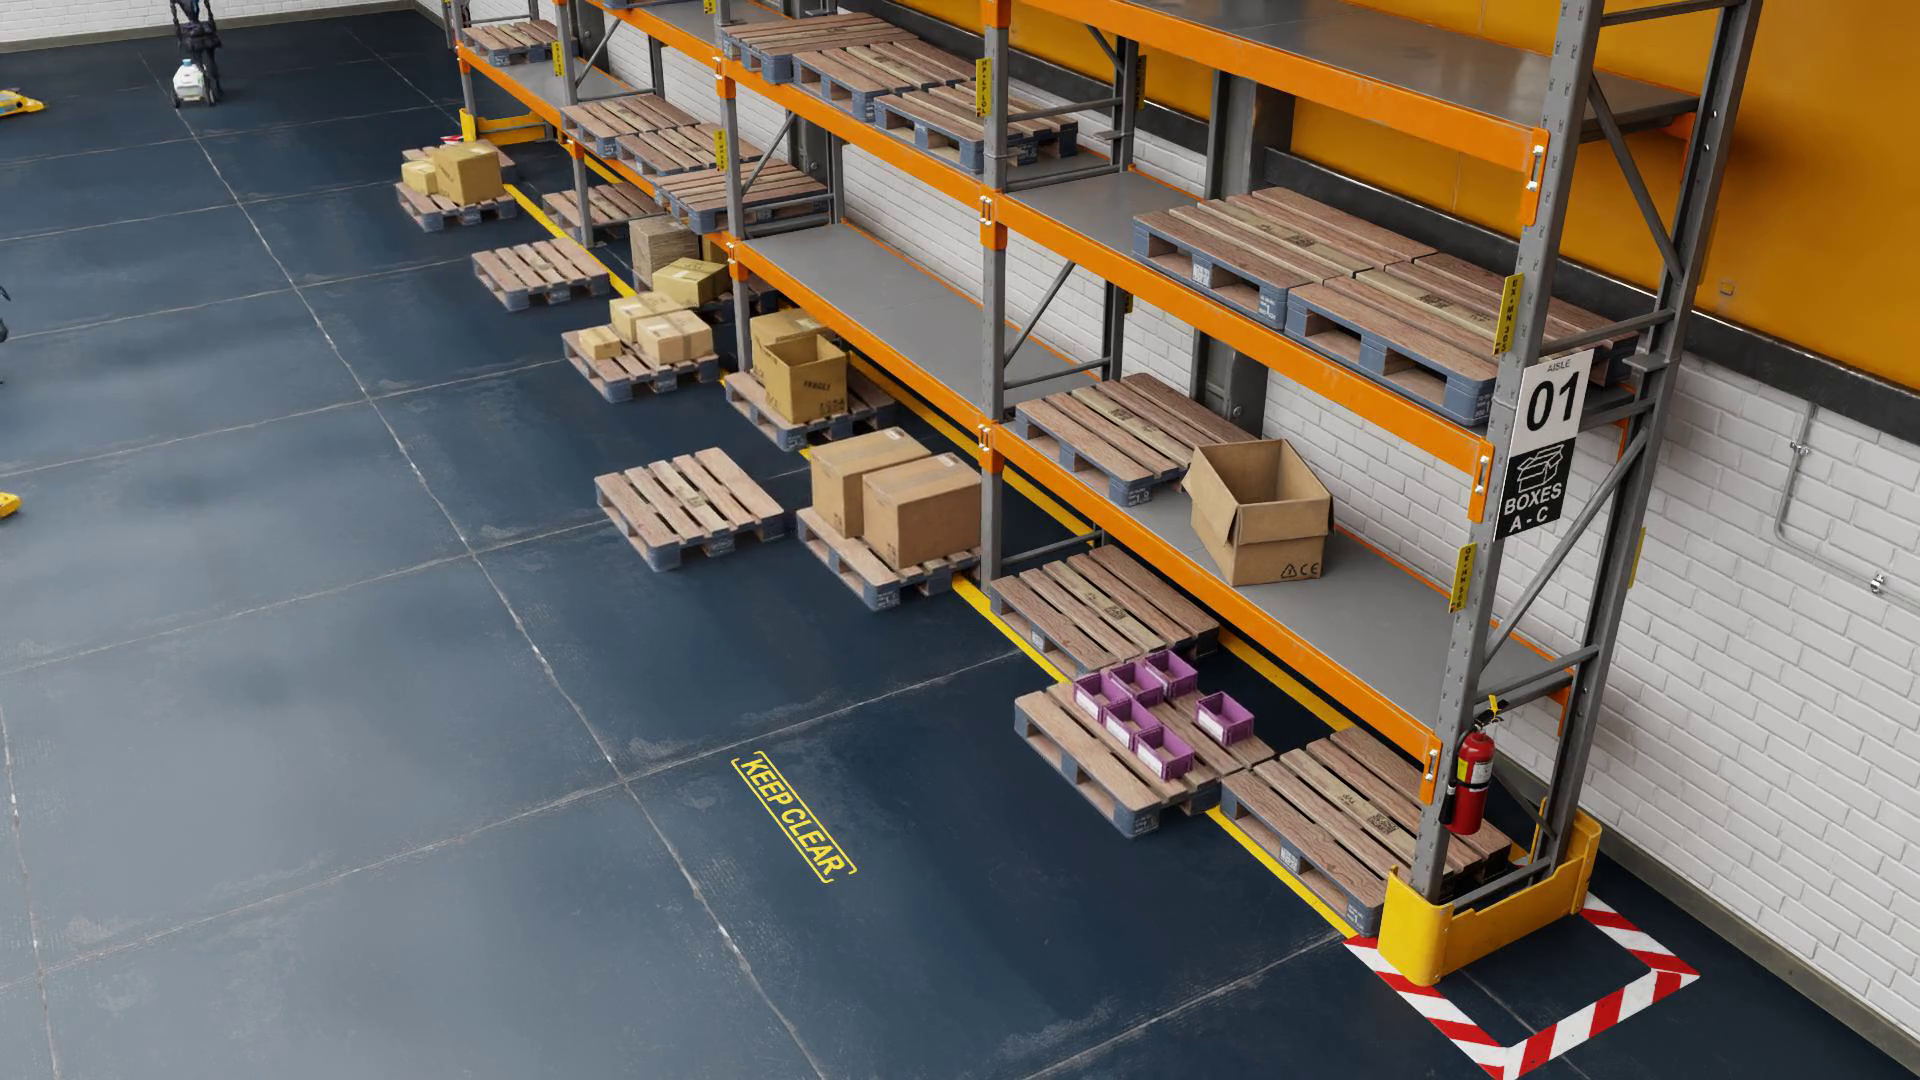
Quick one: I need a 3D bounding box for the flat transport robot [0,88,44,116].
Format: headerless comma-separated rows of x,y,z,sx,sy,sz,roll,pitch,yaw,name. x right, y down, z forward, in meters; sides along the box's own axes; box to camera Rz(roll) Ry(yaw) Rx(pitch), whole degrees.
-12.675,-5.531,21.397,0.659,0.231,1.431,20,35,32,flat transport robot

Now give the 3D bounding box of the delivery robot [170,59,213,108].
-10.178,-6.059,22.020,0.499,0.576,0.768,-8,30,-13,delivery robot

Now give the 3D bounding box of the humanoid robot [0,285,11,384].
-8.331,-2.105,13.915,0.402,1.642,0.602,11,31,19,humanoid robot

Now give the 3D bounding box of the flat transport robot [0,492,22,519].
-7.447,-0.047,11.713,0.659,0.231,1.431,10,31,17,flat transport robot

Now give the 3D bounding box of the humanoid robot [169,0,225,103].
-10.022,-6.631,21.927,0.431,1.645,0.596,22,36,33,humanoid robot
